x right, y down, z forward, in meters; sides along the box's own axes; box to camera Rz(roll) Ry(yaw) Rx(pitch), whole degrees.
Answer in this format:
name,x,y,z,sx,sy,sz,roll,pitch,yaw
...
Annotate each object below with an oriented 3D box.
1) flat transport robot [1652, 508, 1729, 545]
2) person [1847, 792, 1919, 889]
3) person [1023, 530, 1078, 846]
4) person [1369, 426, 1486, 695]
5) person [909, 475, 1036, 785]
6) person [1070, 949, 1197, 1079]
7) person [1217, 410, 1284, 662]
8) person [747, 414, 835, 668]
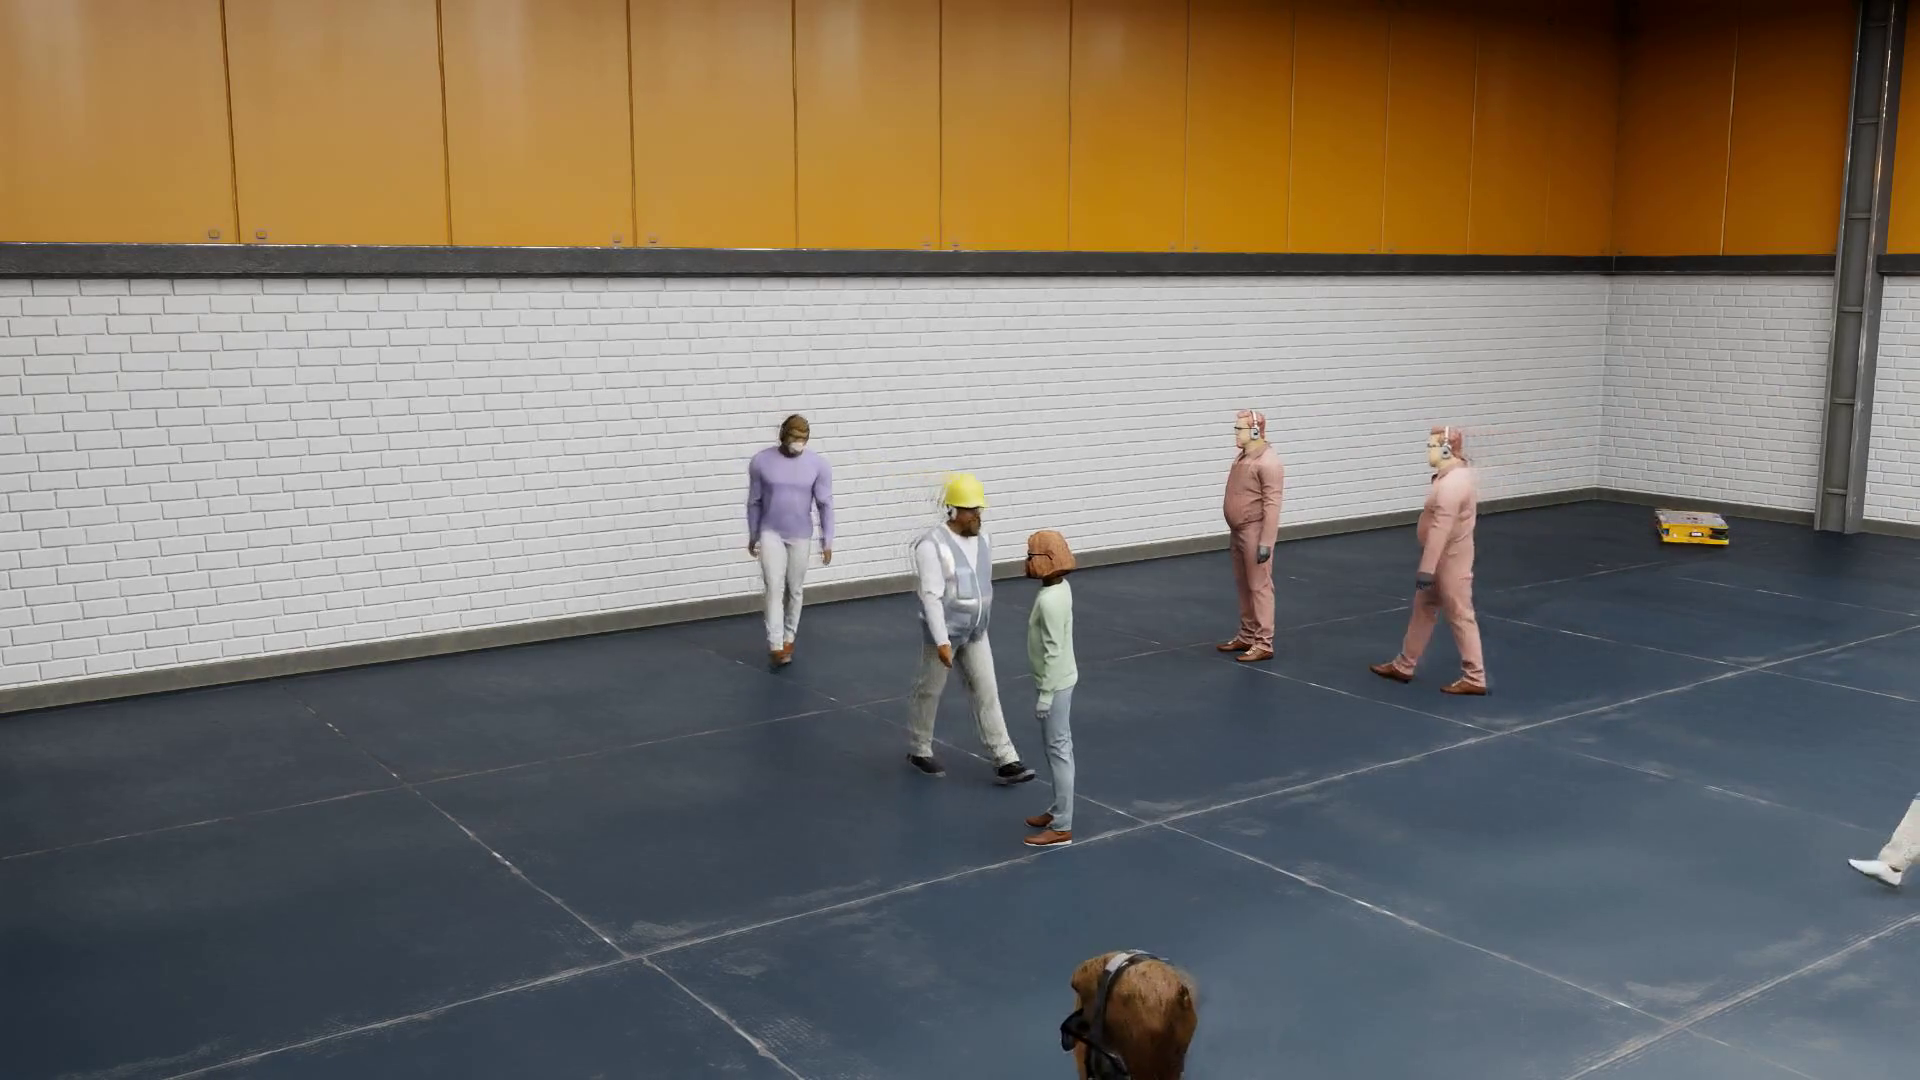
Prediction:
name,x,y,z,sx,sy,sz,roll,pitch,yaw
flat transport robot,8.061,-0.154,18.380,0.652,0.197,1.431,3,10,18
person,4.667,0.909,7.720,0.844,1.589,0.543,0,9,2
person,0.462,0.758,8.562,0.285,1.633,0.501,1,9,8
person,3.299,0.140,11.645,0.909,1.868,0.692,3,10,19
person,0.041,0.531,9.484,0.608,1.785,0.932,-8,12,-42
person,0.282,1.590,2.917,0.920,1.798,0.571,8,12,42
person,2.191,-0.035,12.616,0.401,1.907,0.646,-2,9,-12
person,-1.264,0.006,12.407,0.653,1.889,0.865,-1,9,-4
